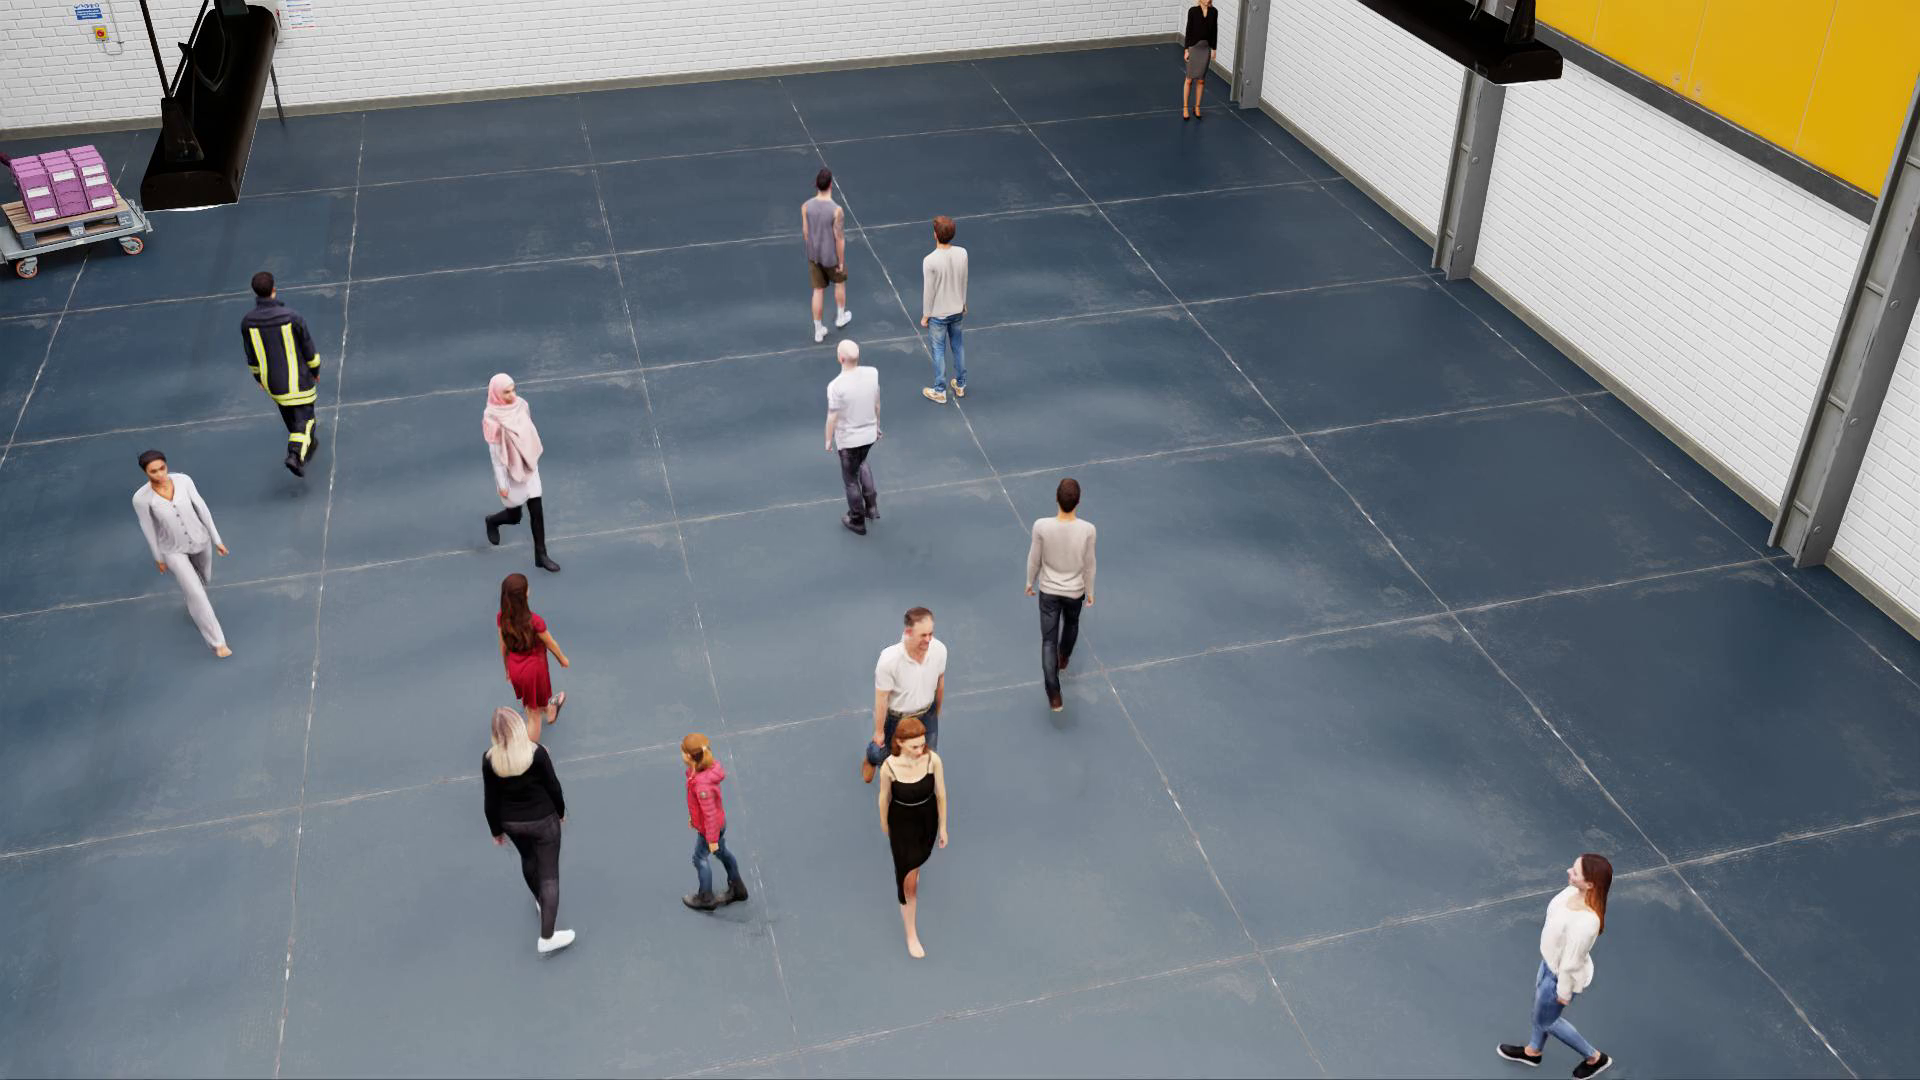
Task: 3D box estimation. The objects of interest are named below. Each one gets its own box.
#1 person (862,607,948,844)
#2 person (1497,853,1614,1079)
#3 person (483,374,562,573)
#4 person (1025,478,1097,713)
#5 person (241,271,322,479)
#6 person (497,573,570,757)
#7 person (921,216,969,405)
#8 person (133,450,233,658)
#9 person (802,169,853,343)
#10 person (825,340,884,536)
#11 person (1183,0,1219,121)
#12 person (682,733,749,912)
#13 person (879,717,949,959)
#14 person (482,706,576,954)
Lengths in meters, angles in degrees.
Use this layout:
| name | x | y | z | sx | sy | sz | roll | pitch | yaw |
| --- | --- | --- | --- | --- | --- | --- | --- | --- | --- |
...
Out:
| name | x | y | z | sx | sy | sz | roll | pitch | yaw |
| --- | --- | --- | --- | --- | --- | --- | --- | --- | --- |
| person | -0.388 | 1.146 | 11.141 | 0.747 | 1.821 | 1.119 | -9 | 35 | -13 |
| person | 3.465 | 2.426 | 9.342 | 0.938 | 1.680 | 0.902 | 13 | 36 | 19 |
| person | -3.726 | -0.556 | 13.731 | 1.097 | 1.788 | 0.997 | 21 | 39 | 28 |
| person | 0.740 | 0.427 | 12.213 | 0.920 | 1.831 | 1.262 | 1 | 34 | 2 |
| person | -6.079 | -1.448 | 14.972 | 0.955 | 1.900 | 1.200 | 0 | 34 | -1 |
| person | -3.051 | 0.954 | 11.699 | 0.883 | 1.522 | 1.029 | 11 | 35 | 16 |
| person | -0.135 | -2.231 | 16.145 | 0.718 | 1.904 | 0.680 | -18 | 38 | -25 |
| person | -6.066 | 0.018 | 12.936 | 1.214 | 1.713 | 1.037 | 27 | 42 | 34 |
| person | -1.433 | -2.916 | 17.252 | 0.872 | 1.821 | 1.007 | 7 | 34 | 10 |
| person | -0.838 | -0.837 | 14.120 | 0.799 | 1.824 | 0.808 | -25 | 41 | -33 |
| person | 3.290 | -6.712 | 22.947 | 0.628 | 1.839 | 0.566 | -5 | 34 | -8 |
| person | -1.542 | 1.830 | 10.594 | 0.704 | 1.285 | 0.652 | -7 | 34 | -11 |
| person | -0.301 | 1.720 | 10.502 | 0.582 | 1.572 | 1.093 | -9 | 35 | -13 |
| person | -2.669 | 1.804 | 10.299 | 0.745 | 1.657 | 0.942 | 1 | 34 | 1 |
